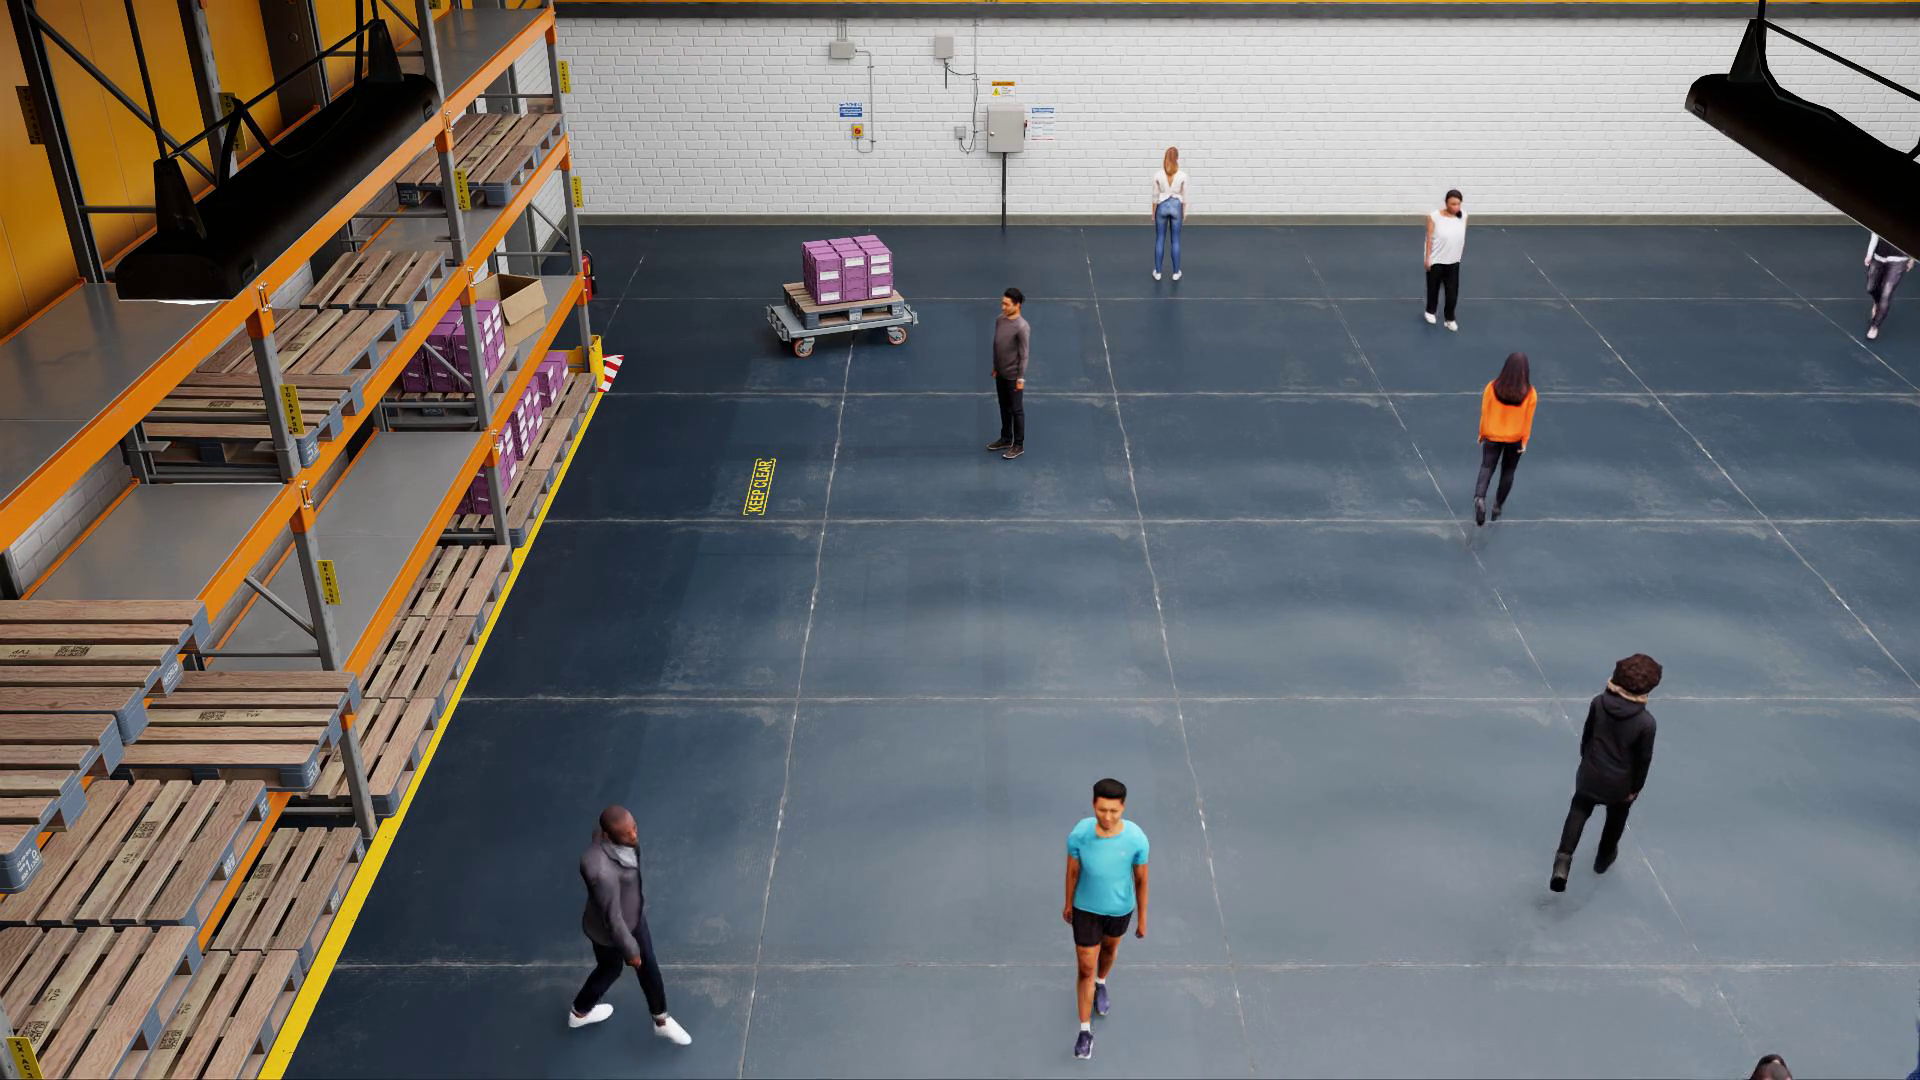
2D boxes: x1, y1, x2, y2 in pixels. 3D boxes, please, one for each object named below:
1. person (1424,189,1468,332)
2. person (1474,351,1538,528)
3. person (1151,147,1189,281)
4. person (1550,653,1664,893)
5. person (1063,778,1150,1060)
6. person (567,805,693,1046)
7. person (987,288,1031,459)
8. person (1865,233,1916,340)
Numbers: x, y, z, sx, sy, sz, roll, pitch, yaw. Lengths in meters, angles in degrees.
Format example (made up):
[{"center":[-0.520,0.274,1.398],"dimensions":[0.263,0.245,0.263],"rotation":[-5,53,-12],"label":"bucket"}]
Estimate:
[{"center":[5.779,-3.399,19.932],"dimensions":[0.697,1.663,0.878],"rotation":[-2,29,-4],"label":"person"},{"center":[4.975,-0.890,15.259],"dimensions":[0.880,1.733,1.061],"rotation":[13,31,23],"label":"person"},{"center":[2.678,-4.186,21.315],"dimensions":[0.629,1.719,0.553],"rotation":[3,29,6],"label":"person"},{"center":[4.180,1.534,10.789],"dimensions":[1.028,1.758,1.140],"rotation":[22,36,35],"label":"person"},{"center":[0.844,2.088,9.778],"dimensions":[0.663,1.754,0.951],"rotation":[1,29,3],"label":"person"},{"center":[-2.051,2.190,9.583],"dimensions":[0.985,1.762,1.064],"rotation":[4,29,7],"label":"person"},{"center":[0.519,-1.686,16.684],"dimensions":[0.775,1.766,0.668],"rotation":[6,29,11],"label":"person"},{"center":[10.991,-3.308,19.621],"dimensions":[1.085,1.801,1.175],"rotation":[22,35,34],"label":"person"}]
